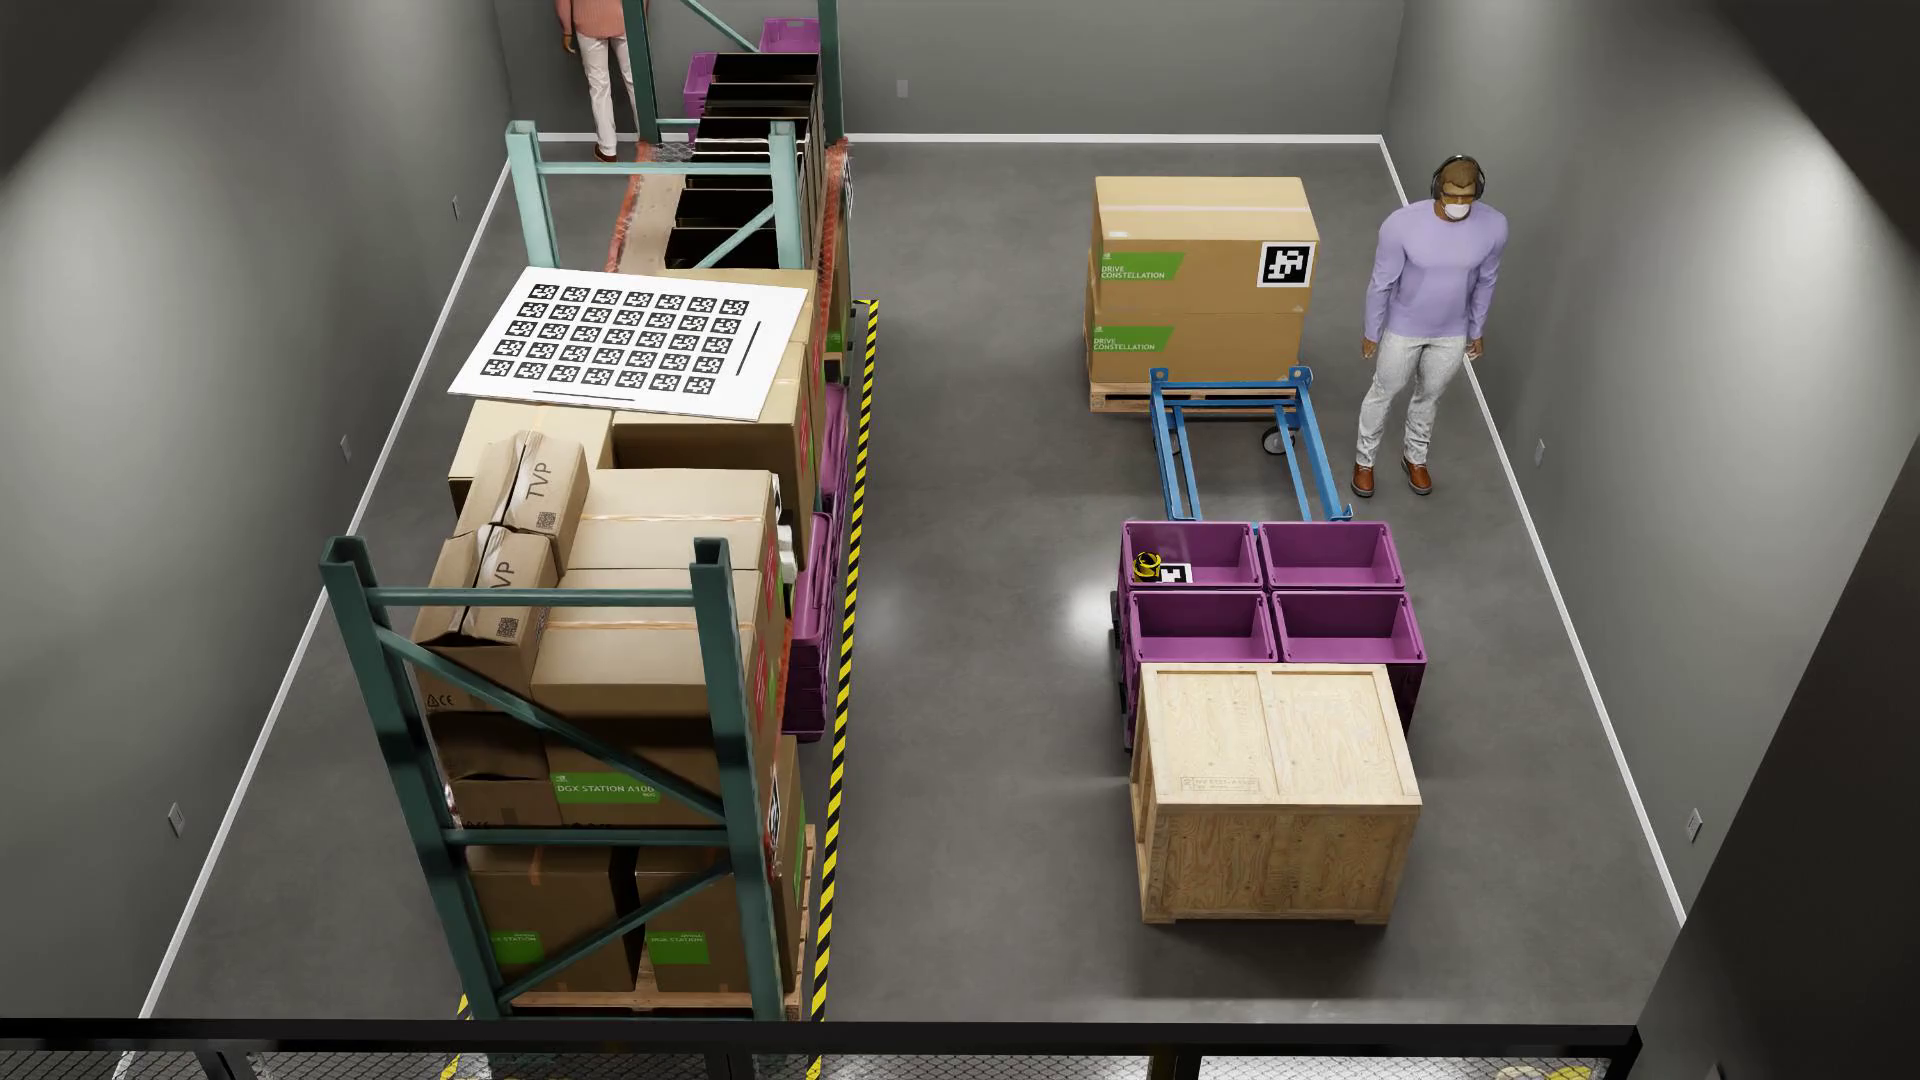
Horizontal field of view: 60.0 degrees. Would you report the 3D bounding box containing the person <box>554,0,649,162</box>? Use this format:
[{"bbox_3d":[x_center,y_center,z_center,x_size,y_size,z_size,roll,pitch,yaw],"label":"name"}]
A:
[{"bbox_3d":[-2.352,-3.426,10.978,0.613,1.995,0.391,-14,43,-16],"label":"person"}]

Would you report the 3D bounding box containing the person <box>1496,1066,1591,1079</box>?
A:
[{"bbox_3d":[1.613,2.071,4.831,0.404,1.830,0.602,5,41,6],"label":"person"}]

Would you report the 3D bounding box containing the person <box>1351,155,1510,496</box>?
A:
[{"bbox_3d":[2.323,-1.055,8.316,0.636,1.938,0.355,-1,41,-2],"label":"person"}]
